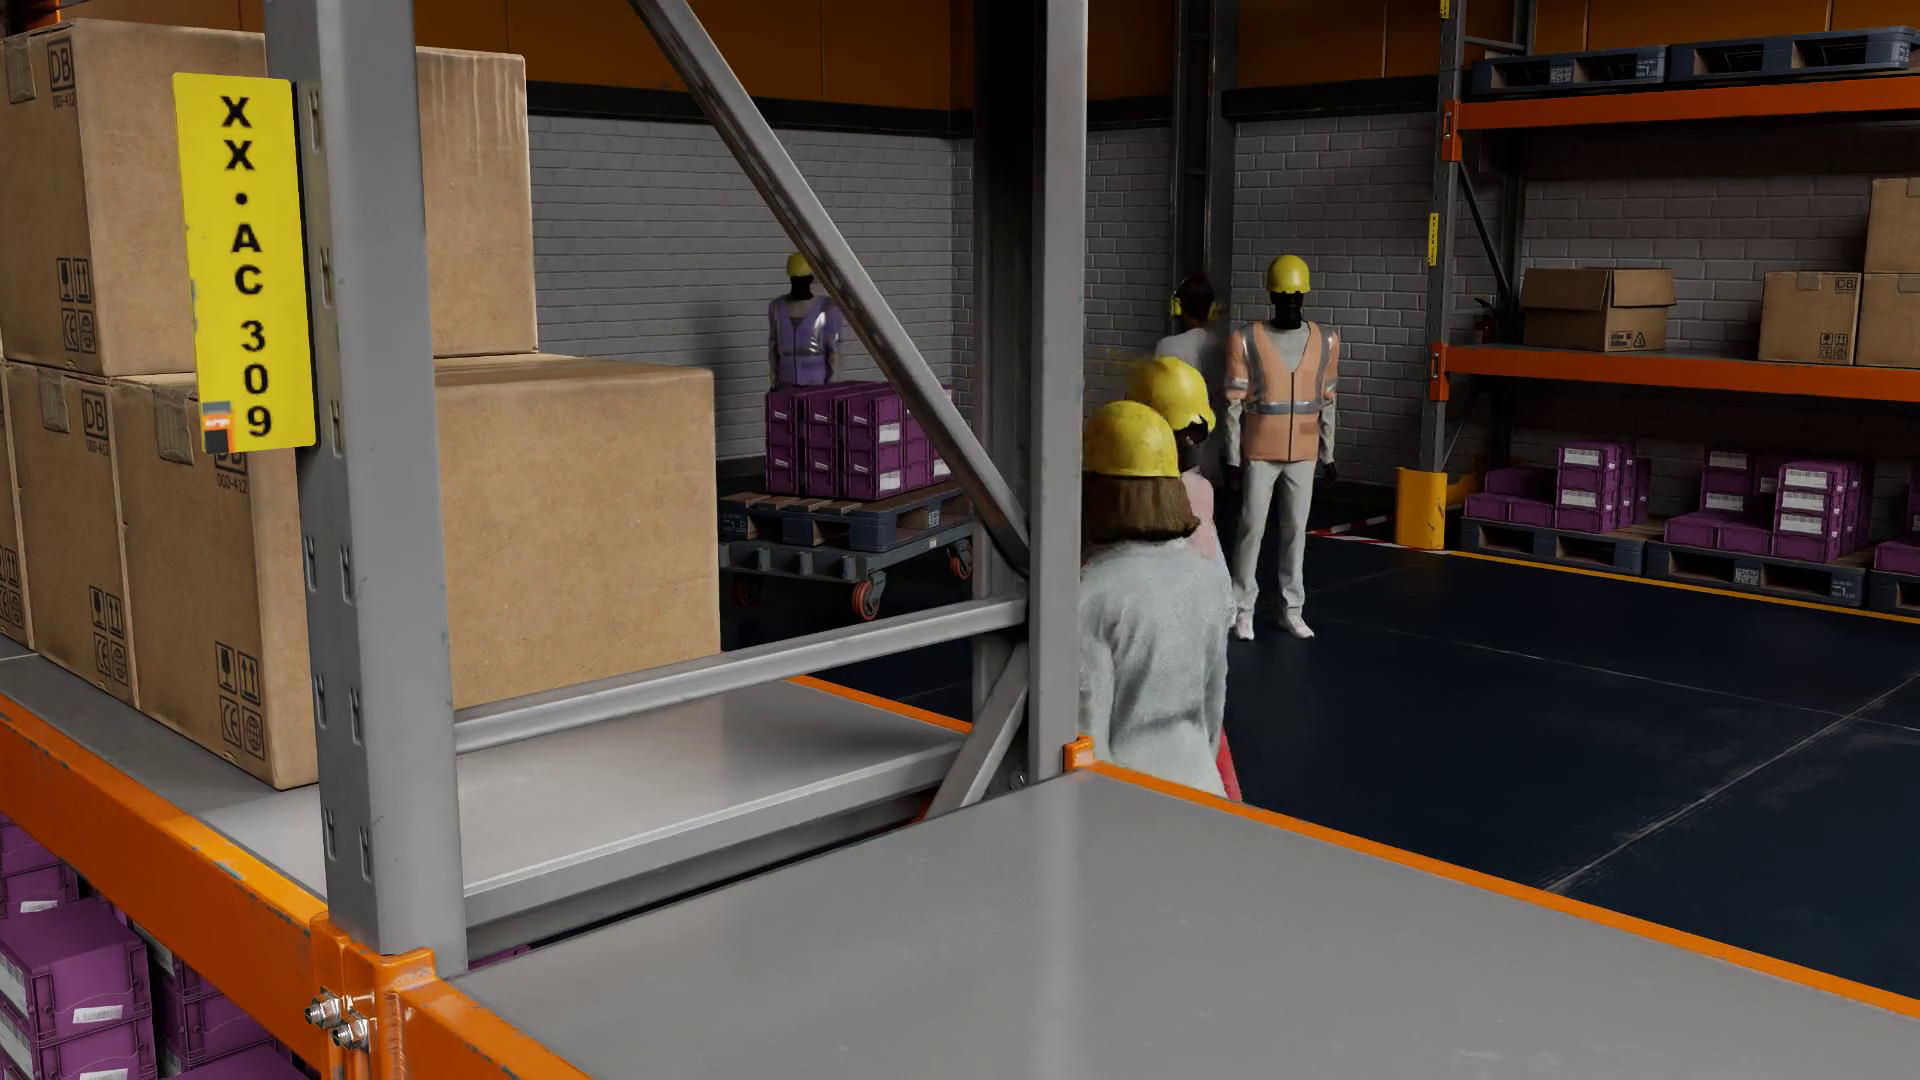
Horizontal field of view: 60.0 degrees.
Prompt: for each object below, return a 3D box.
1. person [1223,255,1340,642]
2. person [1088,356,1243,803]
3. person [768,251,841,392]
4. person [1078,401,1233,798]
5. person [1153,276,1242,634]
[{"bbox_3d":[1.604,-0.447,8.289,0.593,1.925,0.384,-2,11,-8],"label":"person"},{"bbox_3d":[0.557,0.393,4.277,0.536,1.716,0.860,-10,14,-44],"label":"person"},{"bbox_3d":[-1.178,-1.186,12.373,0.609,1.906,0.510,3,11,18],"label":"person"},{"bbox_3d":[0.361,0.569,3.389,0.493,1.685,0.909,-7,13,-35],"label":"person"},{"bbox_3d":[1.168,-0.456,8.663,0.482,1.802,0.985,-7,13,-34],"label":"person"}]
